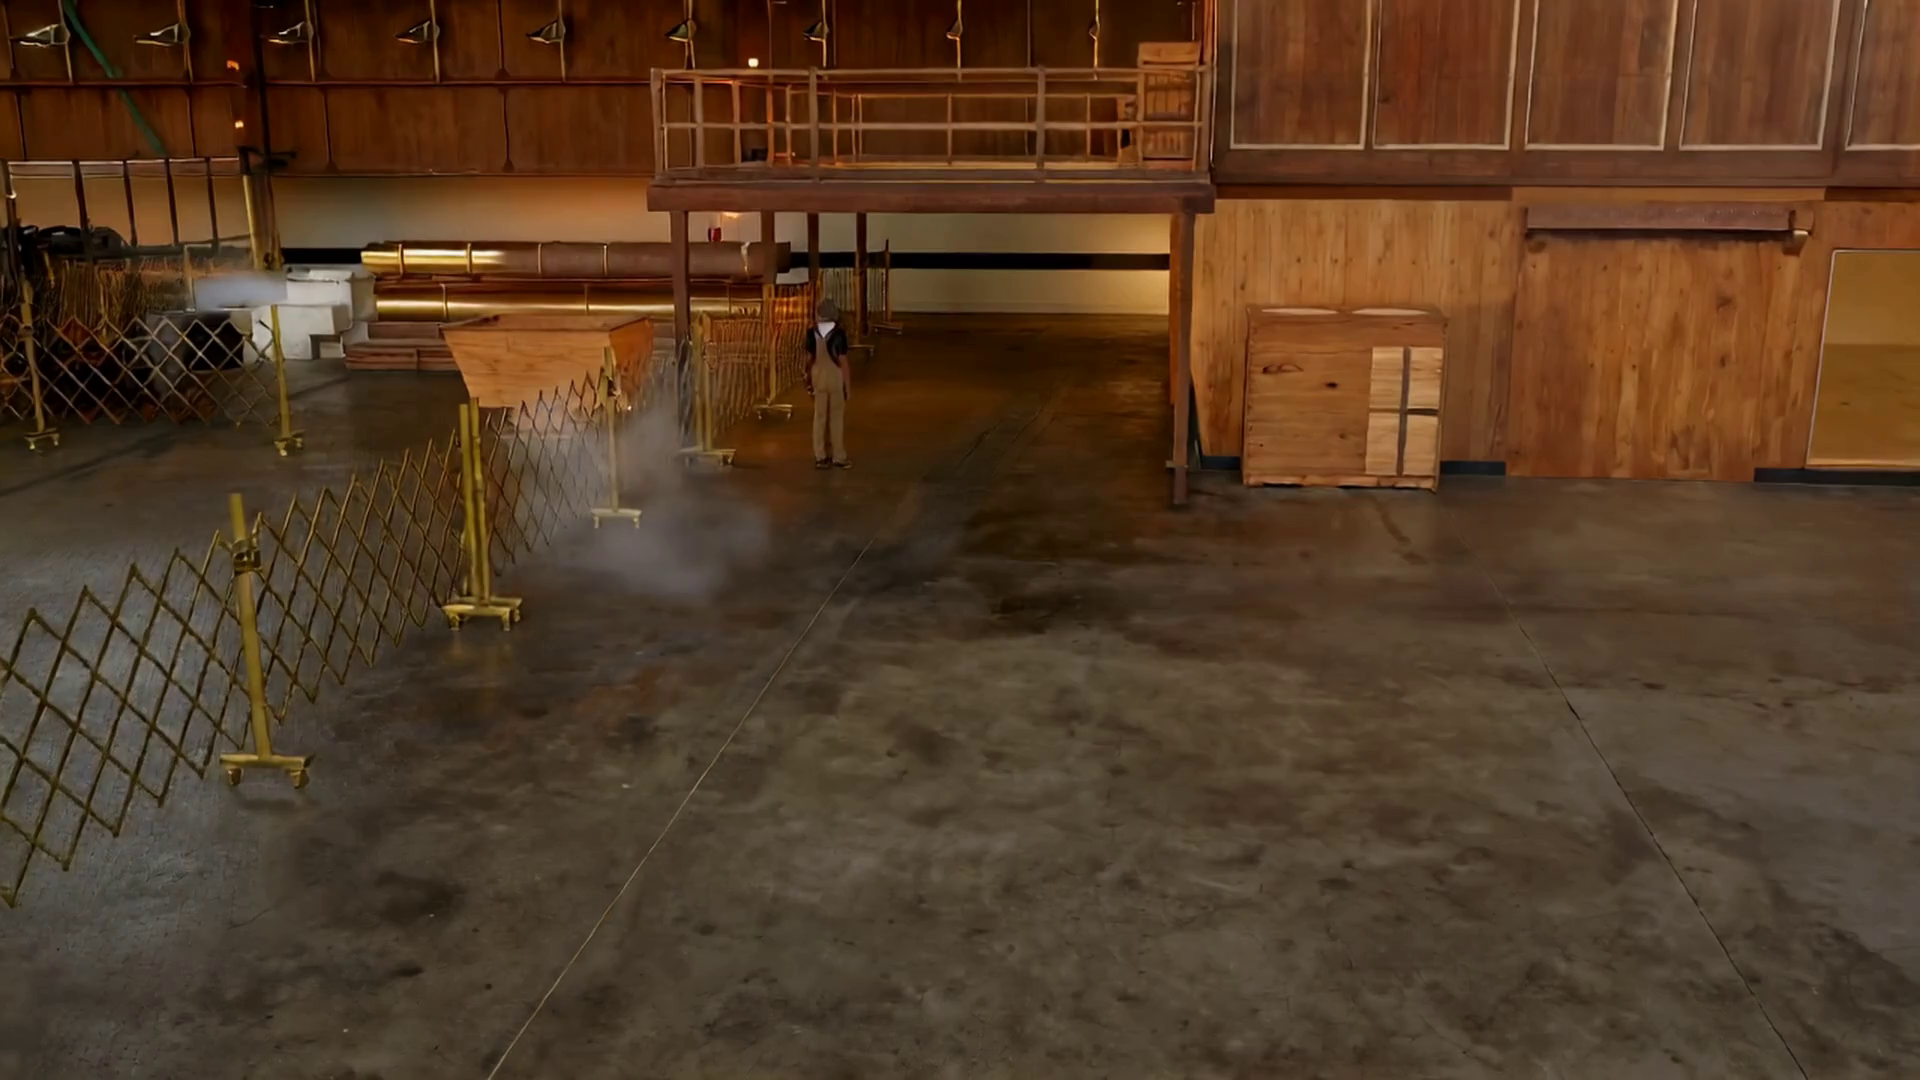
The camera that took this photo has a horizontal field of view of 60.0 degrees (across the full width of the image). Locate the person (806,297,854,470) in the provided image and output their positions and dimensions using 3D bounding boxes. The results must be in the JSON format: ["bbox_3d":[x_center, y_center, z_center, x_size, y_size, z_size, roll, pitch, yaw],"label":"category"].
[{"bbox_3d":[-1.396,-1.672,17.781,0.507,1.847,0.345,6,15,25],"label":"person"}]
